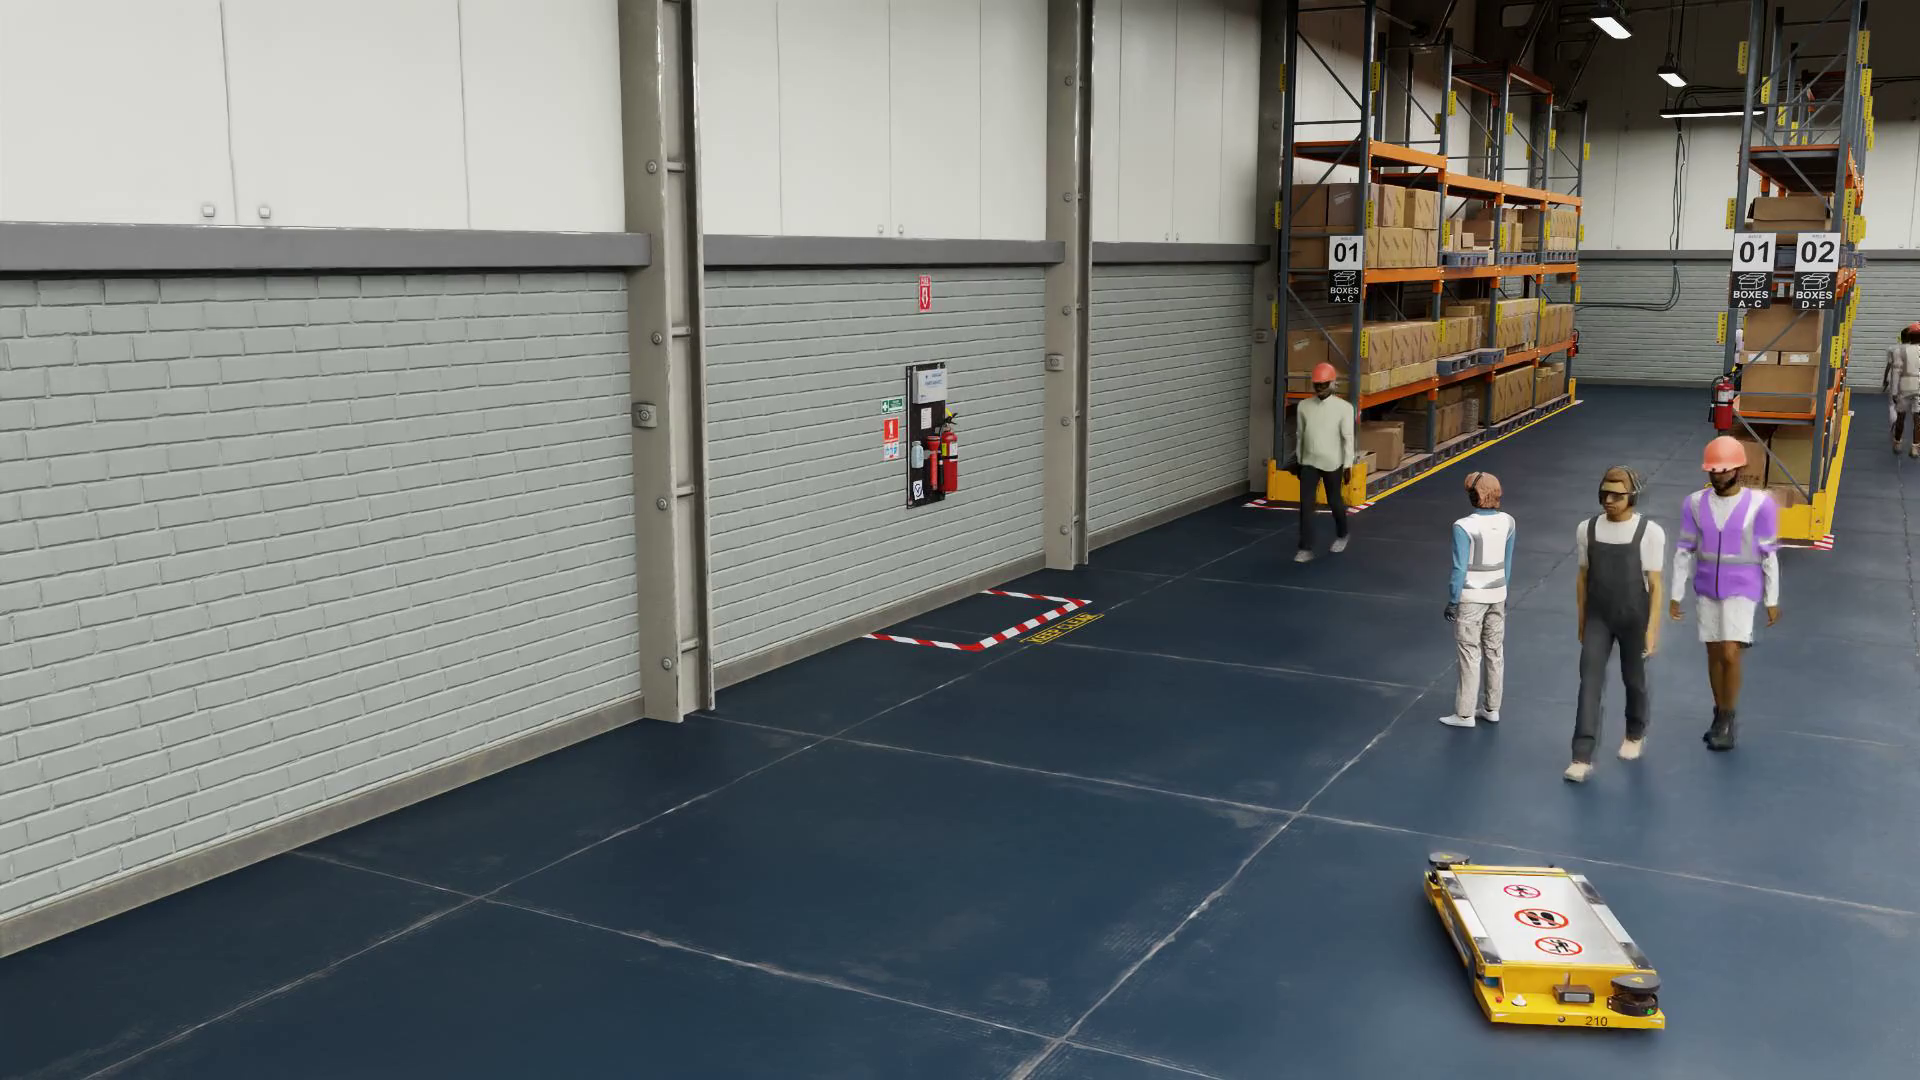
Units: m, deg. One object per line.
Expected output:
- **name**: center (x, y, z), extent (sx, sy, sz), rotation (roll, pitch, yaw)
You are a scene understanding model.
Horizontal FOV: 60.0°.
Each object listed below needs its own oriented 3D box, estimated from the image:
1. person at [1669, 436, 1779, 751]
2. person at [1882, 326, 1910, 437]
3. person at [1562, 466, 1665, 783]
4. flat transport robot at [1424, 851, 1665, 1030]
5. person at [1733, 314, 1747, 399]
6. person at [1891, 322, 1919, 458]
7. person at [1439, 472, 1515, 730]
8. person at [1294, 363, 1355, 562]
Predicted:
- **person**: center (4.612, 0.324, 10.102), extent (0.643, 1.910, 0.587), rotation (-9, 13, -42)
- **person**: center (15.376, -2.557, 27.164), extent (0.537, 1.851, 0.580), rotation (4, 10, 22)
- **person**: center (3.819, 0.460, 9.657), extent (0.526, 1.802, 0.959), rotation (7, 12, 37)
- **flat transport robot**: center (2.434, 1.665, 7.065), extent (0.652, 0.197, 1.431), rotation (1, 10, 5)
- **person**: center (14.880, -3.332, 31.503), extent (0.588, 1.920, 0.392), rotation (4, 11, 24)
- **person**: center (14.319, -2.262, 25.007), extent (0.632, 1.998, 1.013), rotation (4, 10, 21)
- **person**: center (3.296, 0.384, 10.562), extent (0.523, 1.640, 0.306), rotation (-6, 11, -31)
- **person**: center (3.639, -0.790, 16.519), extent (0.624, 1.962, 0.963), rotation (7, 12, 34)
